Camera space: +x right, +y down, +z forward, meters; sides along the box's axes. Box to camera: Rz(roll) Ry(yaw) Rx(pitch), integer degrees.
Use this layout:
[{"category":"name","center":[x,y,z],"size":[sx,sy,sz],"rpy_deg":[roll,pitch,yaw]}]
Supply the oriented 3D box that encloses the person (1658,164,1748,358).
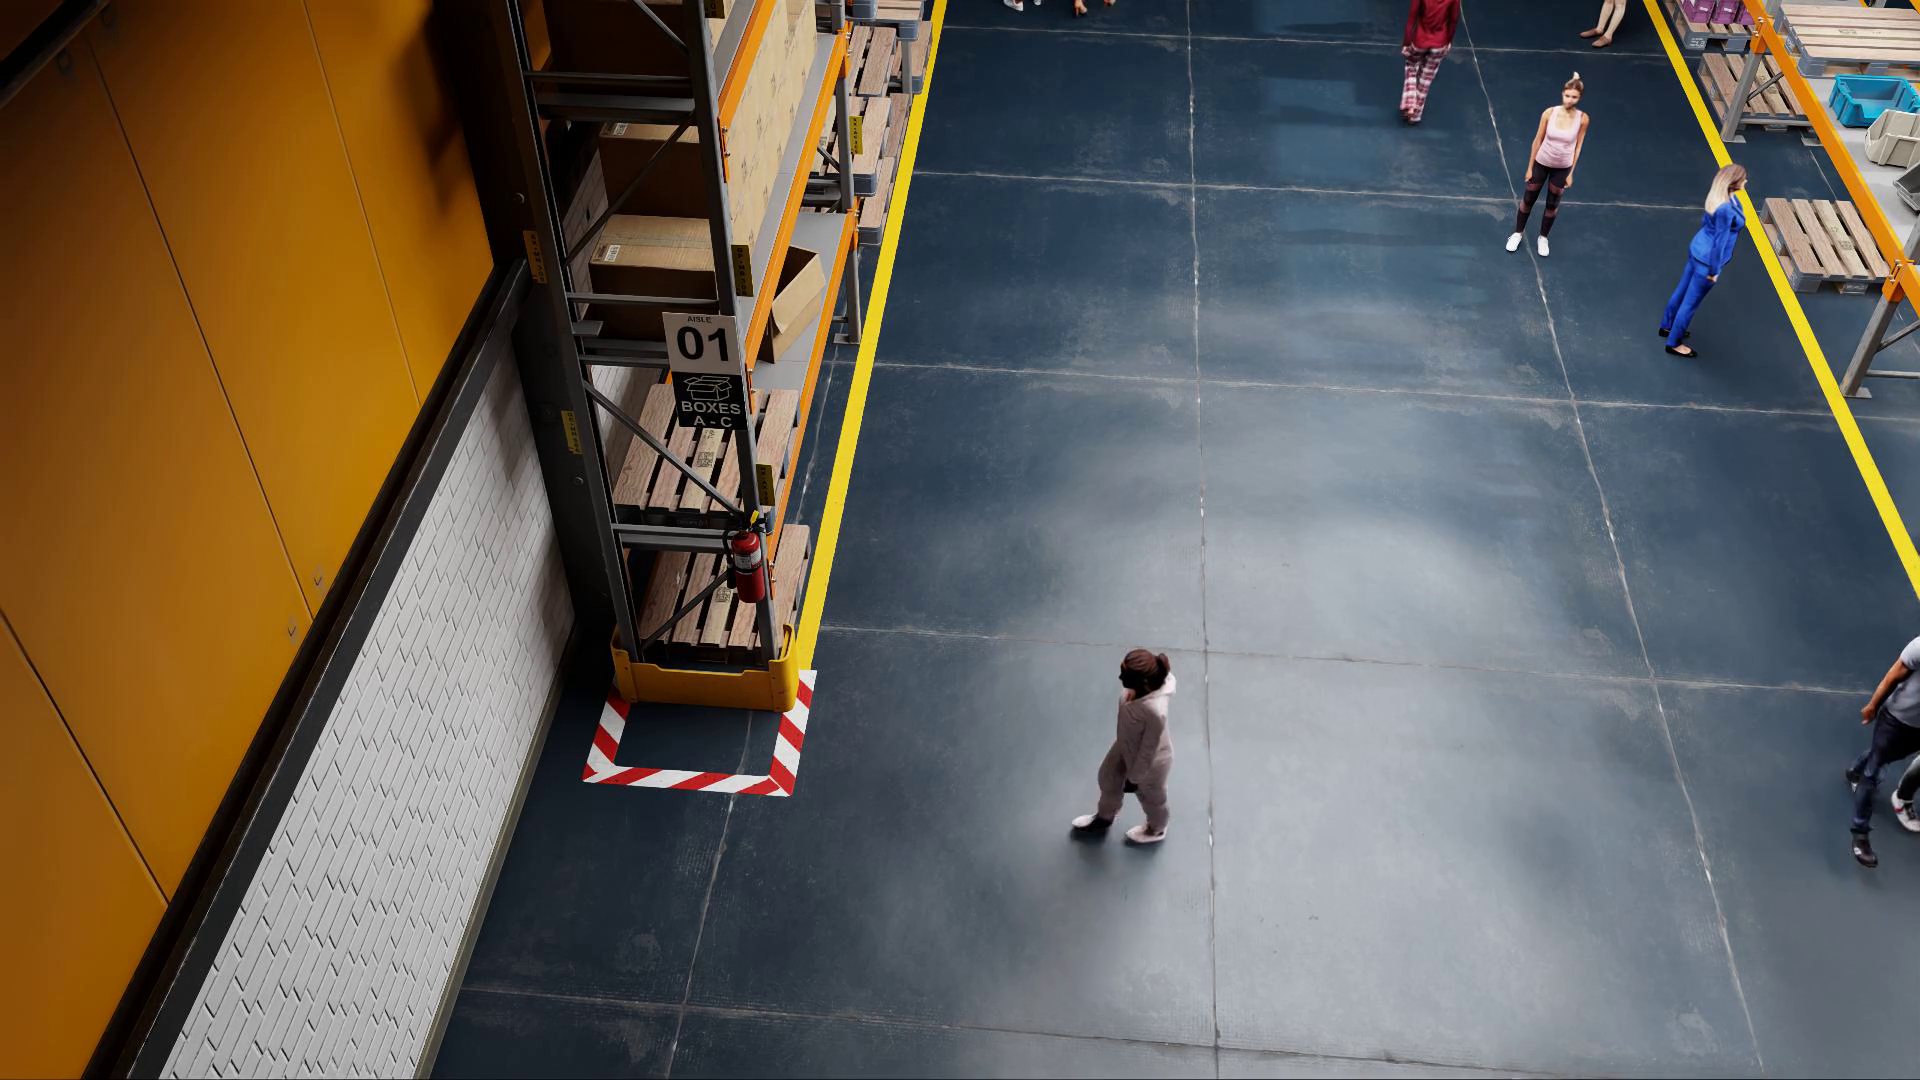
[{"category":"person","center":[5.967,-2.262,13.345],"size":[0.676,1.701,0.484],"rpy_deg":[5,44,5]}]

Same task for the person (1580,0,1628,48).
[{"category":"person","center":[6.928,-5.977,17.280],"size":[0.701,1.653,0.651],"rpy_deg":[16,46,16]}]

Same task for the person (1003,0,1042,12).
[{"category":"person","center":[0.722,-6.580,17.818],"size":[0.720,1.784,0.763],"rpy_deg":[-24,49,-23]}]

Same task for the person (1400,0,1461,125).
[{"category":"person","center":[4.502,-4.754,15.972],"size":[0.661,1.685,0.682],"rpy_deg":[8,44,8]}]

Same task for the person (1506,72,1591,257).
[{"category":"person","center":[5.133,-3.252,14.429],"size":[0.610,1.640,0.610],"rpy_deg":[12,45,13]}]

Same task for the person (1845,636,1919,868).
[{"category":"person","center":[5.608,0.987,9.839],"size":[0.692,1.834,1.076],"rpy_deg":[3,44,4]}]

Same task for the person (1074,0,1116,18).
[{"category":"person","center":[1.332,-6.320,17.665],"size":[0.779,1.619,0.879],"rpy_deg":[28,50,26]}]

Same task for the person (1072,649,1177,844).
[{"category":"person","center":[1.160,1.212,9.722],"size":[0.841,1.669,0.836],"rpy_deg":[-8,44,-9]}]
